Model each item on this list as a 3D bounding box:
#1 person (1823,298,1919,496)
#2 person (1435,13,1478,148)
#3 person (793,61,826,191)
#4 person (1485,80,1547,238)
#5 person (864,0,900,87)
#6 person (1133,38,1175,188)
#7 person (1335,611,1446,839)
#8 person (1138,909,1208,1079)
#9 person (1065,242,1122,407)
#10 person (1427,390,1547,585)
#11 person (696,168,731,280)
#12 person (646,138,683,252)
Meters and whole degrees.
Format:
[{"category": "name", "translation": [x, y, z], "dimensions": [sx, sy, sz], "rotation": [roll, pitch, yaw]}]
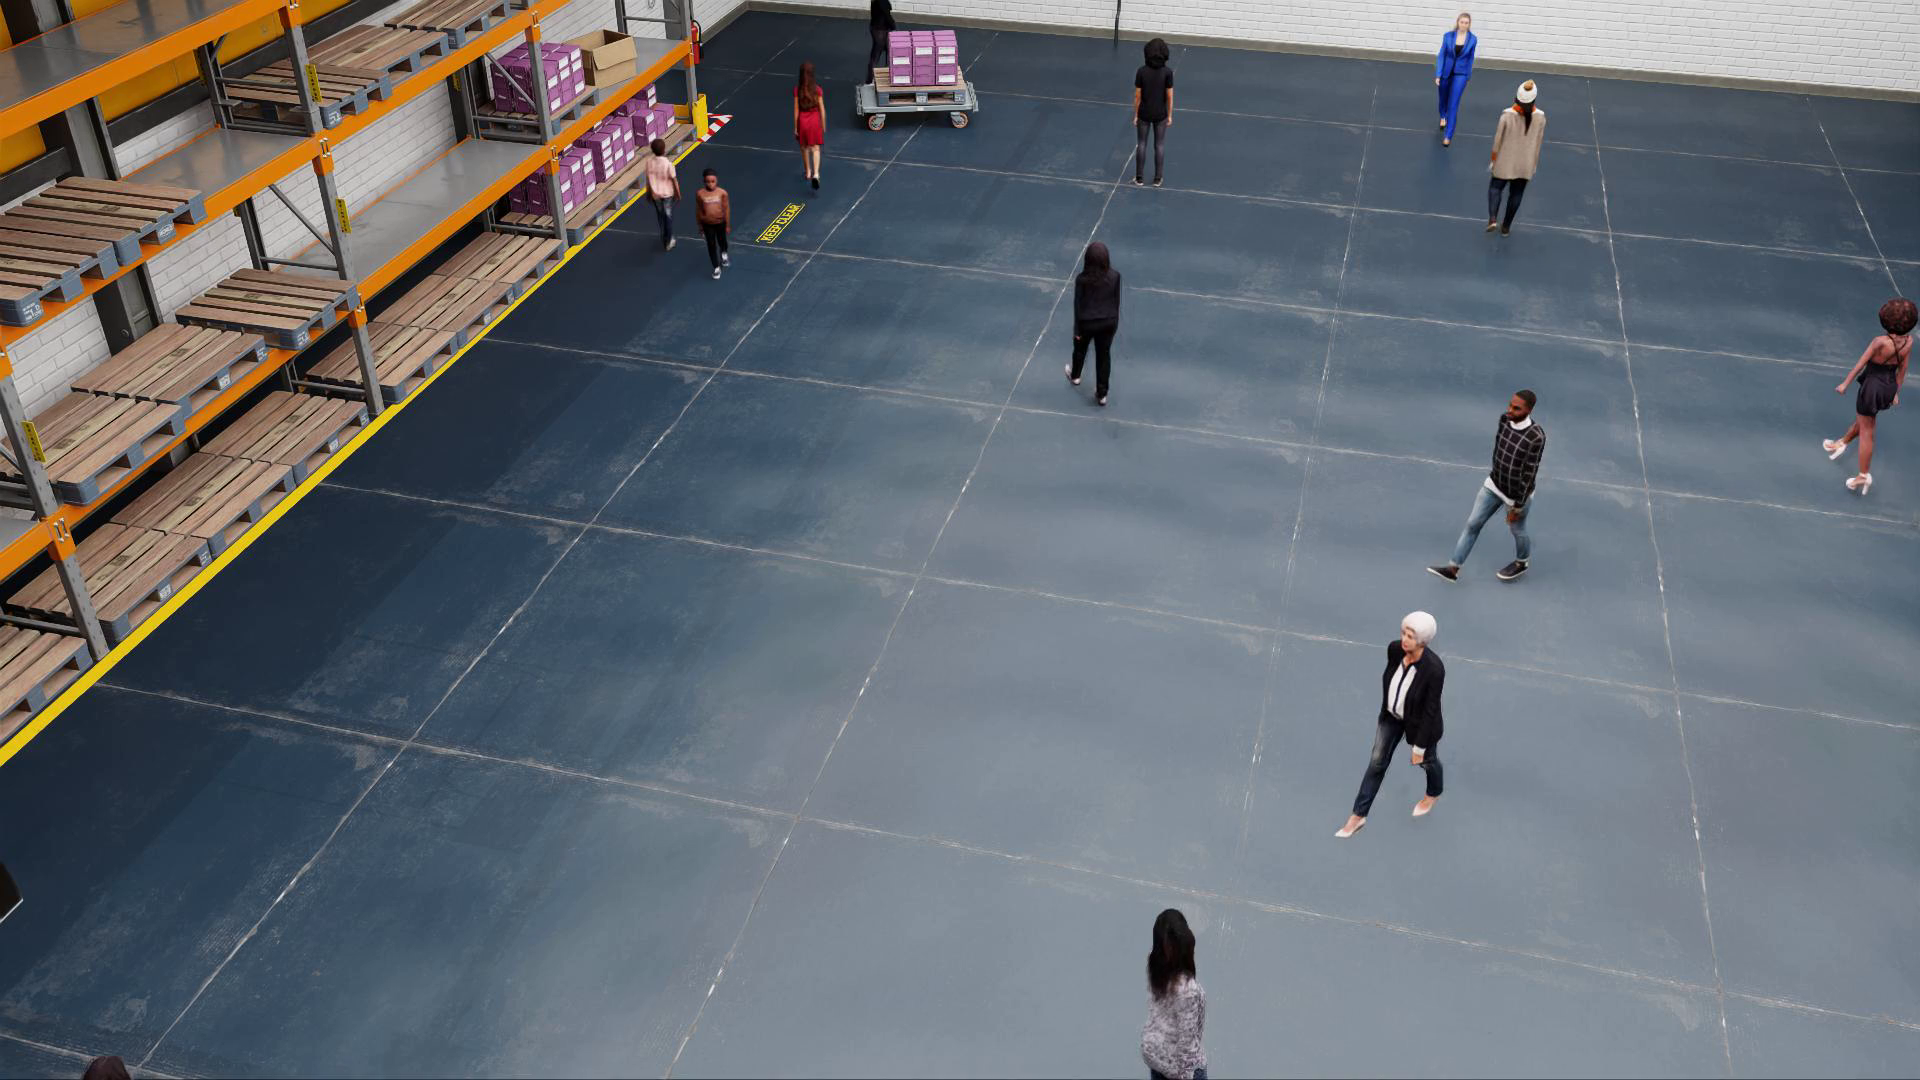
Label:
[{"category": "person", "translation": [8.046, -1.209, 14.525], "dimensions": [0.892, 1.754, 1.081], "rotation": [-9, 35, -14]}, {"category": "person", "translation": [6.524, -6.144, 22.042], "dimensions": [0.692, 1.653, 1.204], "rotation": [11, 35, 16]}, {"category": "person", "translation": [-1.863, -5.117, 20.611], "dimensions": [0.760, 1.527, 1.078], "rotation": [-2, 34, -3]}, {"category": "person", "translation": [6.394, -4.363, 19.158], "dimensions": [0.675, 1.879, 0.749], "rotation": [8, 35, 12]}, {"category": "person", "translation": [-1.231, -7.160, 23.566], "dimensions": [0.935, 1.658, 0.955], "rotation": [-9, 35, -14]}, {"category": "person", "translation": [2.384, -5.293, 20.602], "dimensions": [0.663, 1.829, 0.570], "rotation": [3, 34, 4]}, {"category": "person", "translation": [3.035, 1.180, 10.799], "dimensions": [1.183, 1.750, 1.195], "rotation": [-19, 38, -26]}, {"category": "person", "translation": [1.080, 2.703, 8.700], "dimensions": [0.817, 1.689, 0.758], "rotation": [-10, 35, -14]}, {"category": "person", "translation": [1.329, -2.034, 15.915], "dimensions": [0.923, 1.591, 1.054], "rotation": [-9, 35, -13]}, {"category": "person", "translation": [4.479, -0.407, 13.306], "dimensions": [1.237, 1.769, 1.207], "rotation": [-15, 36, -21]}, {"category": "person", "translation": [-2.739, -3.562, 18.526], "dimensions": [0.643, 1.245, 0.754], "rotation": [-3, 34, -4]}, {"category": "person", "translation": [-3.431, -3.942, 19.050], "dimensions": [0.563, 1.298, 0.691], "rotation": [6, 34, 9]}]
